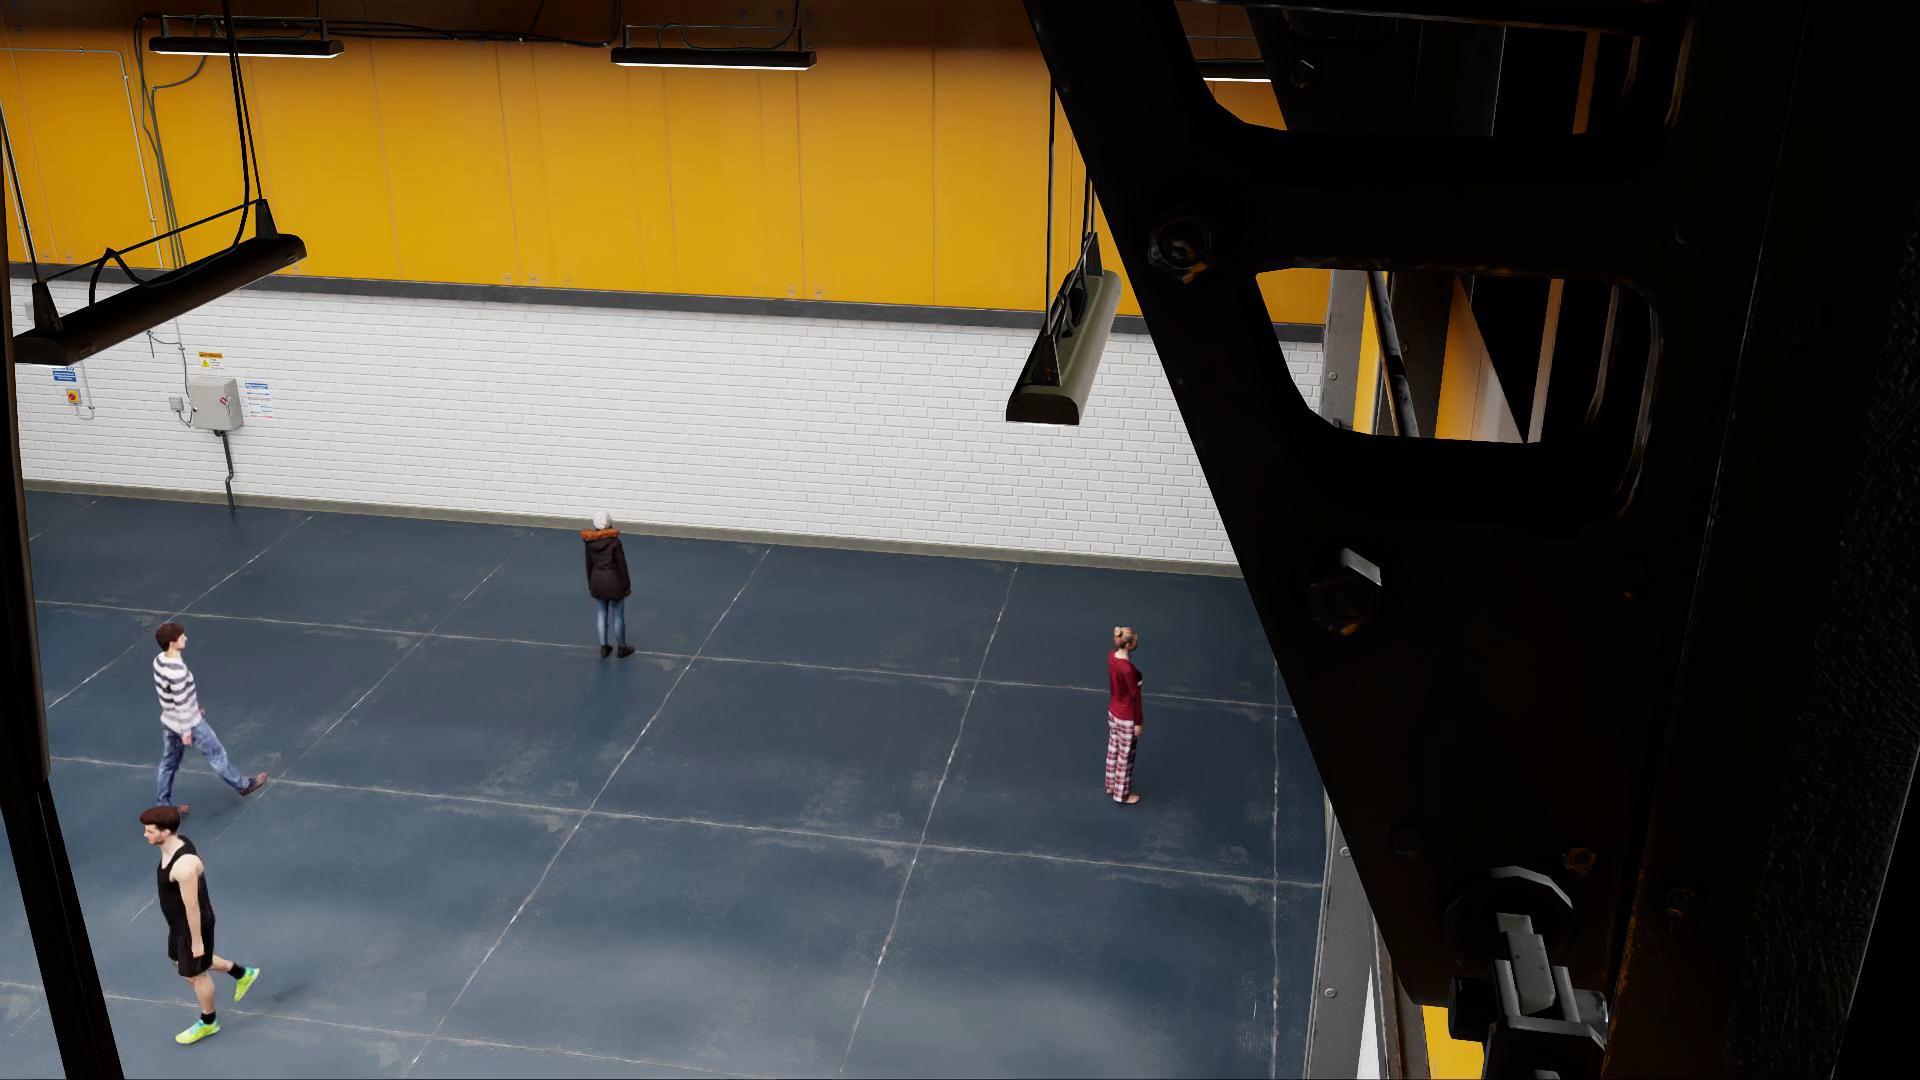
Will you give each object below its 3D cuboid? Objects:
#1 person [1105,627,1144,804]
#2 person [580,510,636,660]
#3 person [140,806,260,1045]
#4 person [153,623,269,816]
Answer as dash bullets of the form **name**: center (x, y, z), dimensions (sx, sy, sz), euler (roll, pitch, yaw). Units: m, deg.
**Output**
- **person**: center (1.444, 1.517, 14.633), dimensions (0.742, 1.698, 0.624), euler (-9, 25, -20)
- **person**: center (-3.634, 0.448, 17.159), dimensions (0.647, 1.634, 0.621), euler (6, 24, 14)
- **person**: center (-5.367, 2.668, 11.772), dimensions (1.042, 1.879, 0.967), euler (-19, 30, -36)
- **person**: center (-6.778, 1.604, 14.305), dimensions (1.071, 1.801, 1.251), euler (21, 31, 39)
